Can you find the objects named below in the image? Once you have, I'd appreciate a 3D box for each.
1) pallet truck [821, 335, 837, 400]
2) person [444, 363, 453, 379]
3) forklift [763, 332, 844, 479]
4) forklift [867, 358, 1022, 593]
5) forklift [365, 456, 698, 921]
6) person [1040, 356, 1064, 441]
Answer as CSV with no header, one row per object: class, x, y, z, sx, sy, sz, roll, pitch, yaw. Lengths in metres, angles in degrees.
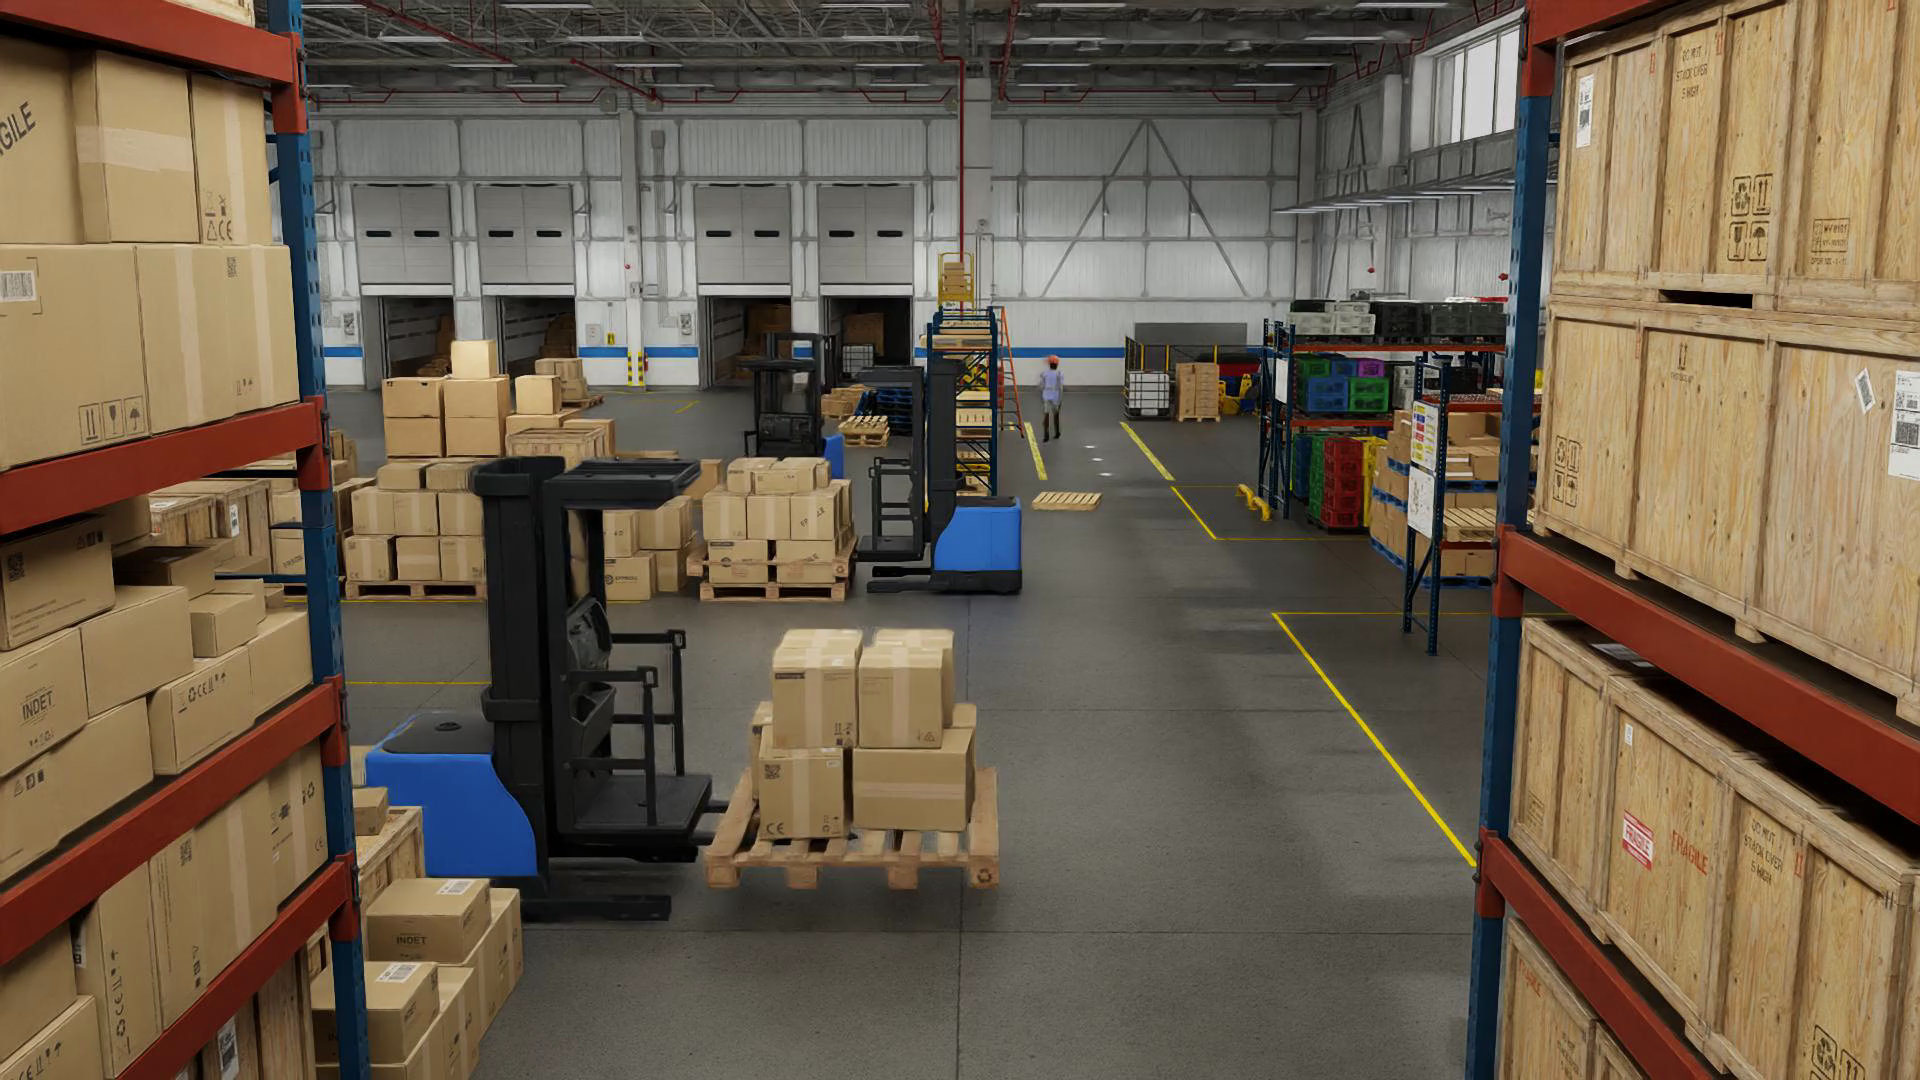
pallet truck,-3.021,-4.312,43.126,1.885,1.965,0.823,3,10,17
person,-11.573,-3.225,37.913,0.311,1.633,0.519,4,11,23
forklift,-2.714,-2.017,27.341,1.129,2.768,1.873,3,10,17
forklift,-0.179,-0.808,20.365,1.873,2.768,1.129,0,10,1
forklift,-2.725,0.893,10.549,1.873,2.768,1.129,0,10,0
person,2.021,-3.117,36.619,0.547,1.880,1.041,2,10,12
